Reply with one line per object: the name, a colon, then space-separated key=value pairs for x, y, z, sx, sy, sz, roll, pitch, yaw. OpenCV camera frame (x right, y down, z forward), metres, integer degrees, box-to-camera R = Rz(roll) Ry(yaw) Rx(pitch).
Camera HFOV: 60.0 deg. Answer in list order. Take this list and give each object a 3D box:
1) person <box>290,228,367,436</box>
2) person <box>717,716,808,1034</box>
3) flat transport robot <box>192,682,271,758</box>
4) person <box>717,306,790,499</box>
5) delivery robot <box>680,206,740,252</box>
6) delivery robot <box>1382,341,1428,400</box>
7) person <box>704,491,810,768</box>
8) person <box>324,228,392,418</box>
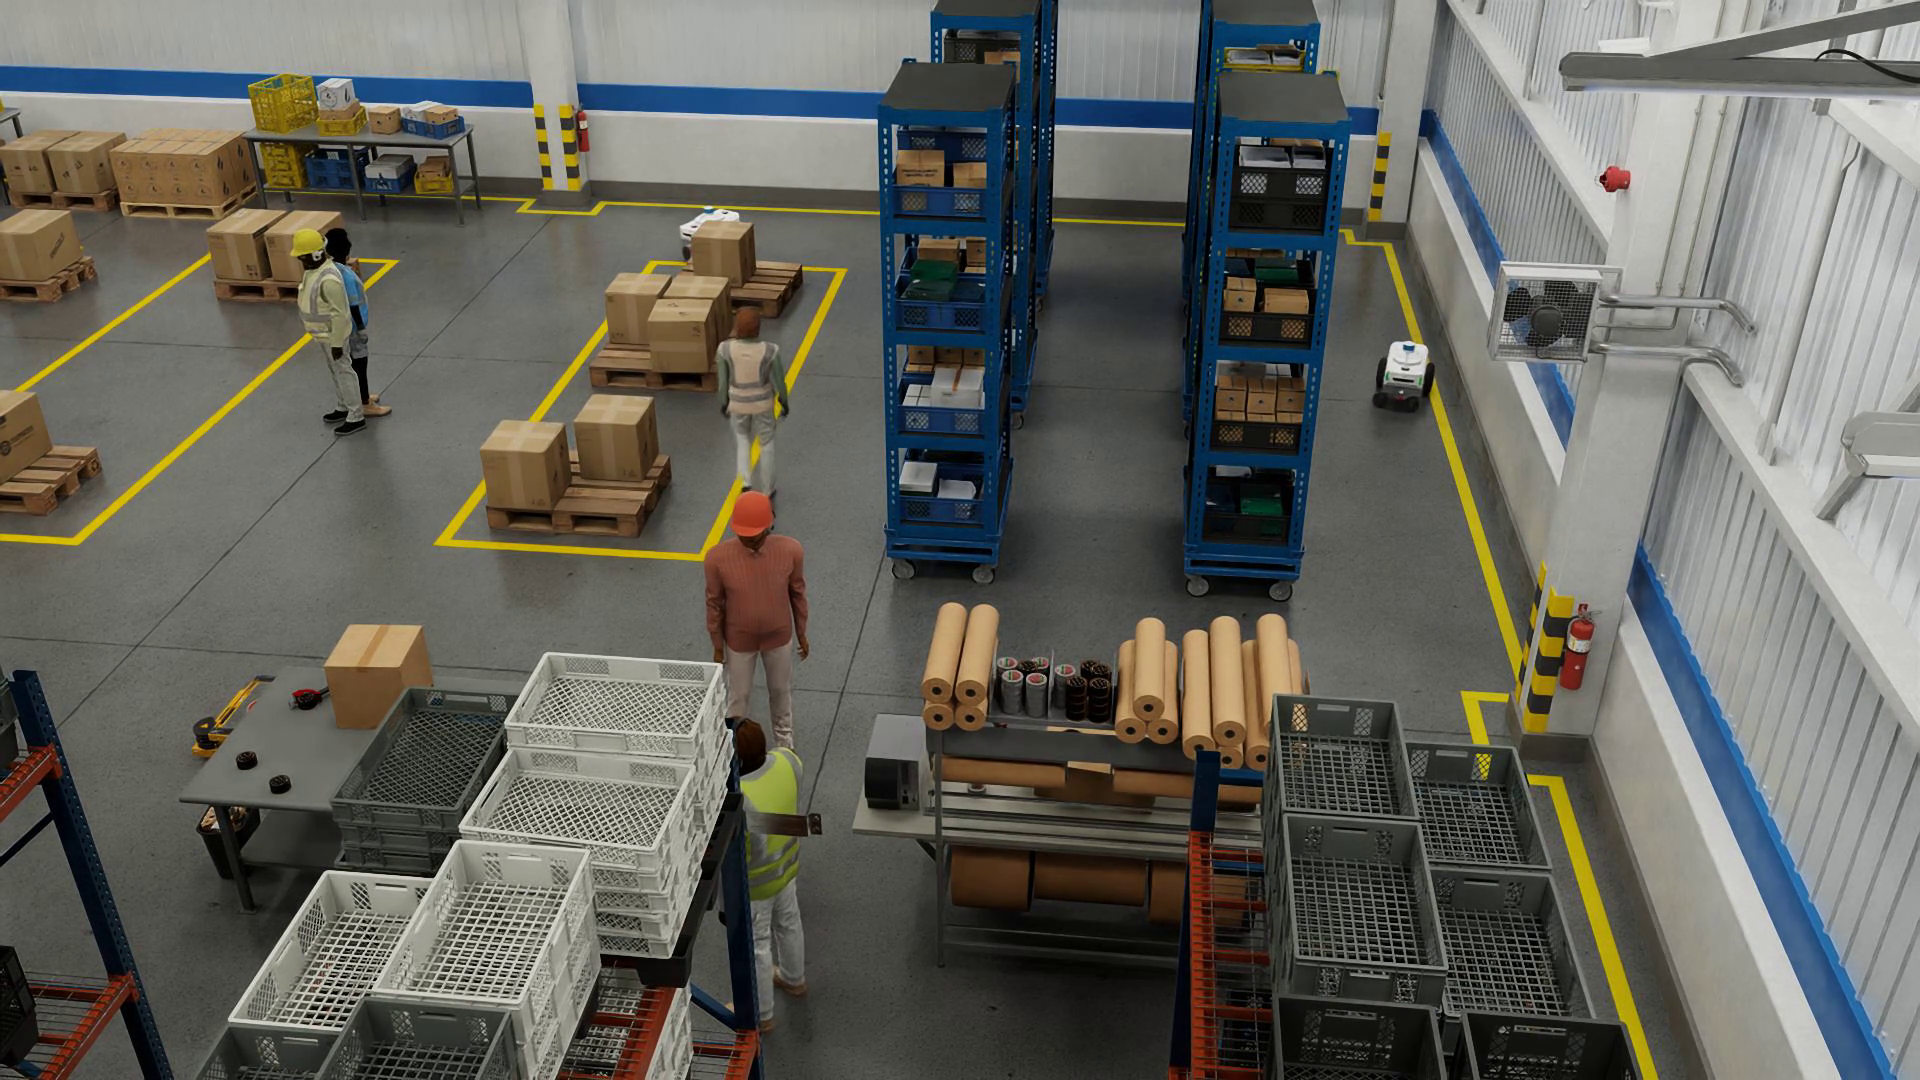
person: x=-5.384 y=-1.785 z=14.176 sx=0.404 sy=1.828 sz=0.587 roll=-18 pitch=35 yaw=-28
person: x=-1.016 y=1.650 z=8.276 sx=0.430 sy=1.837 sz=0.629 roll=15 pitch=34 yaw=25
flat transport robot: x=-4.089 y=1.163 z=10.648 sx=1.431 sy=0.197 sz=0.652 roll=3 pitch=30 yaw=6
person: x=-1.624 y=-1.074 z=13.145 sx=0.548 sy=1.627 sz=0.375 roll=1 pitch=30 yaw=2
delivery robot: x=-2.718 y=-3.386 z=18.091 sx=0.477 sy=0.478 sz=0.707 roll=17 pitch=34 yaw=27
delivery robot: x=4.001 y=-1.544 z=14.928 sx=0.477 sy=0.478 sz=0.707 roll=9 pitch=31 yaw=15
person: x=-1.198 y=0.579 z=9.955 sx=0.613 sy=1.991 sz=0.392 roll=-8 pitch=31 yaw=-14
person: x=-5.292 y=-1.896 z=14.493 sx=0.316 sy=1.698 sz=0.540 roll=-19 pitch=35 yaw=-30
